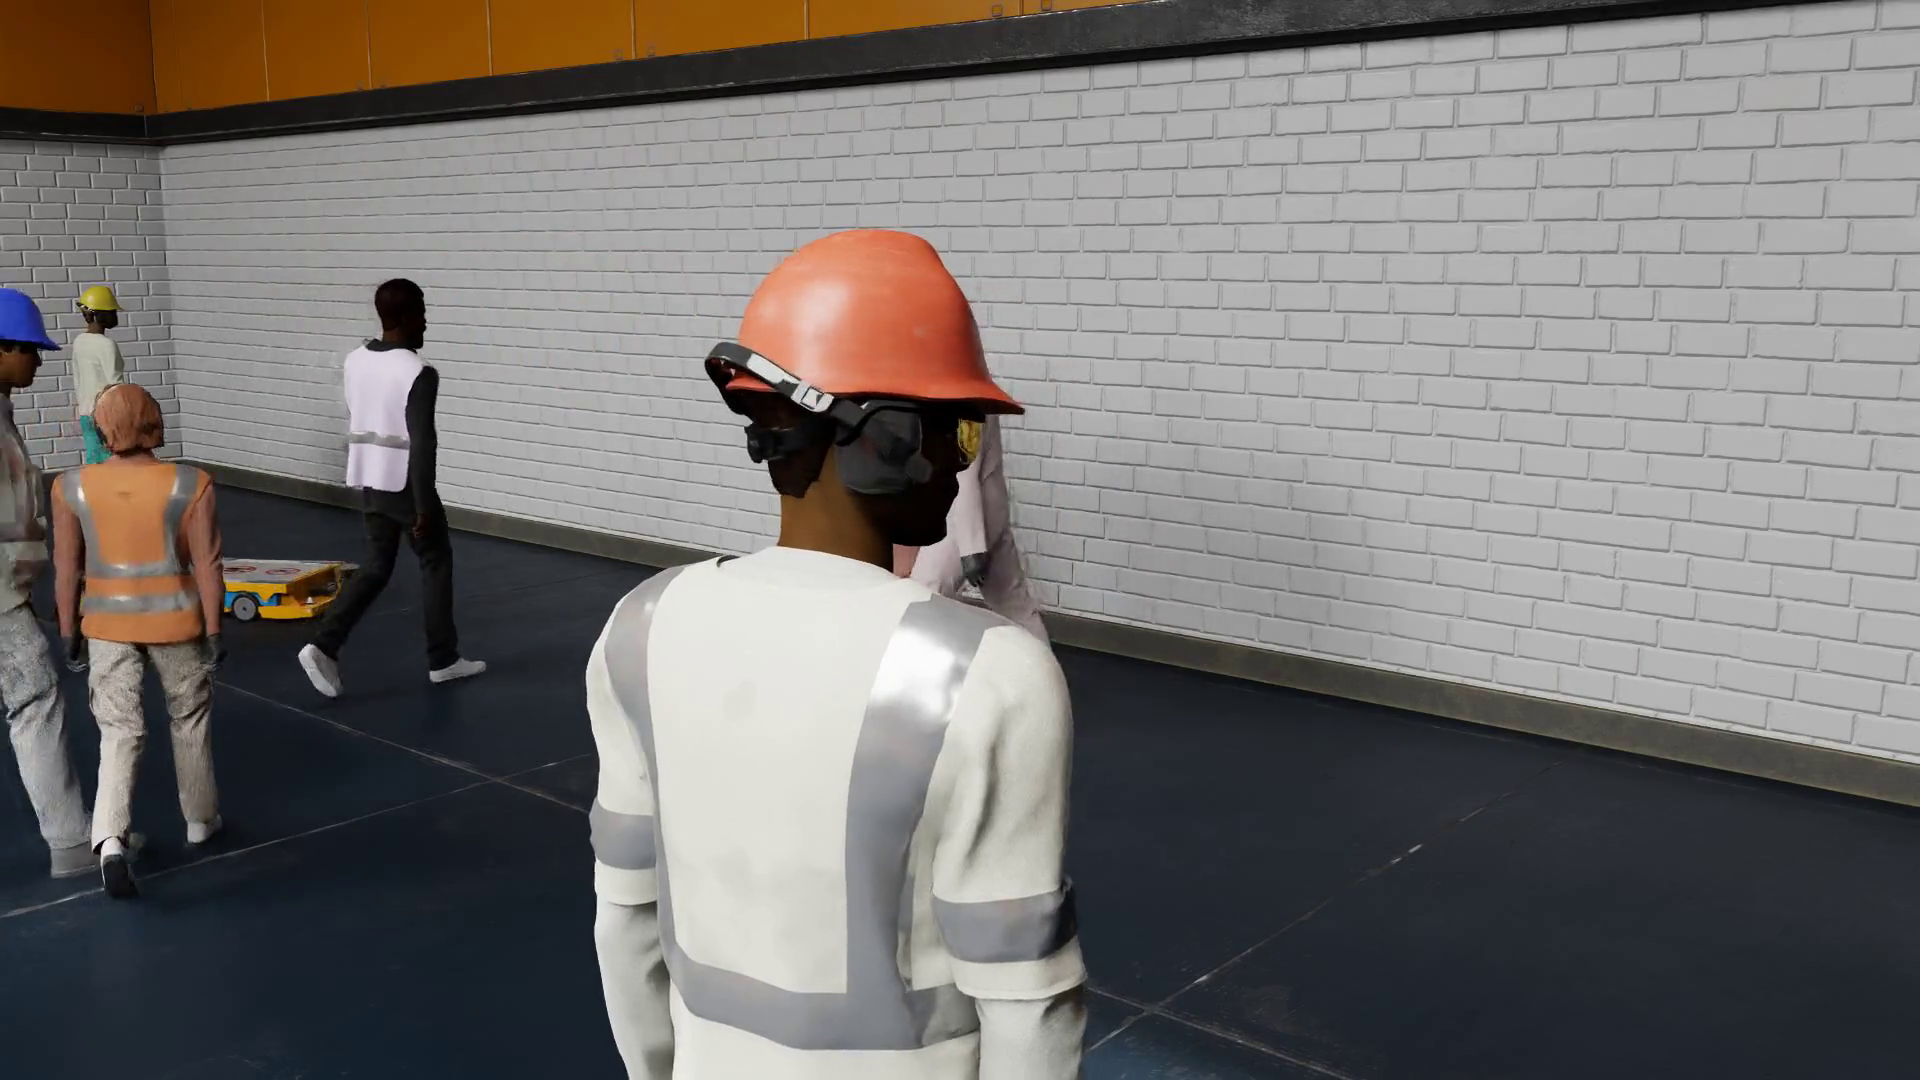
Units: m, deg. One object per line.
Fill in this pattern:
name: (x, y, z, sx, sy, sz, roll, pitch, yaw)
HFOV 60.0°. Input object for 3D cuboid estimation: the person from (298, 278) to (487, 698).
person: (-2.603, -0.232, 7.532, 0.591, 1.894, 0.843, 6, 12, 31)

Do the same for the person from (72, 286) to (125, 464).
person: (-5.785, -0.830, 11.289, 0.534, 1.767, 0.319, 7, 12, 36)

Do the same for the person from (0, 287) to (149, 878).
person: (-3.138, 0.177, 5.179, 0.891, 1.910, 0.614, -6, 12, -32)

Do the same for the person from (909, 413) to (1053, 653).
person: (0.021, -0.064, 6.789, 0.897, 1.833, 0.673, 2, 10, 9)

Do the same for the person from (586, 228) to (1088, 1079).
person: (-0.121, 0.686, 1.876, 0.611, 2.040, 0.393, 7, 12, 34)

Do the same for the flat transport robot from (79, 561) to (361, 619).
flat transport robot: (-4.140, 0.261, 9.333, 1.431, 0.197, 0.652, 1, 10, 8)

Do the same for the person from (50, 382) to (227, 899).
person: (-2.626, 0.297, 5.325, 0.521, 1.601, 0.784, -2, 10, -13)

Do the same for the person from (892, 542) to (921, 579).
person: (-0.235, -0.179, 7.198, 0.401, 1.904, 0.641, -4, 11, -23)
